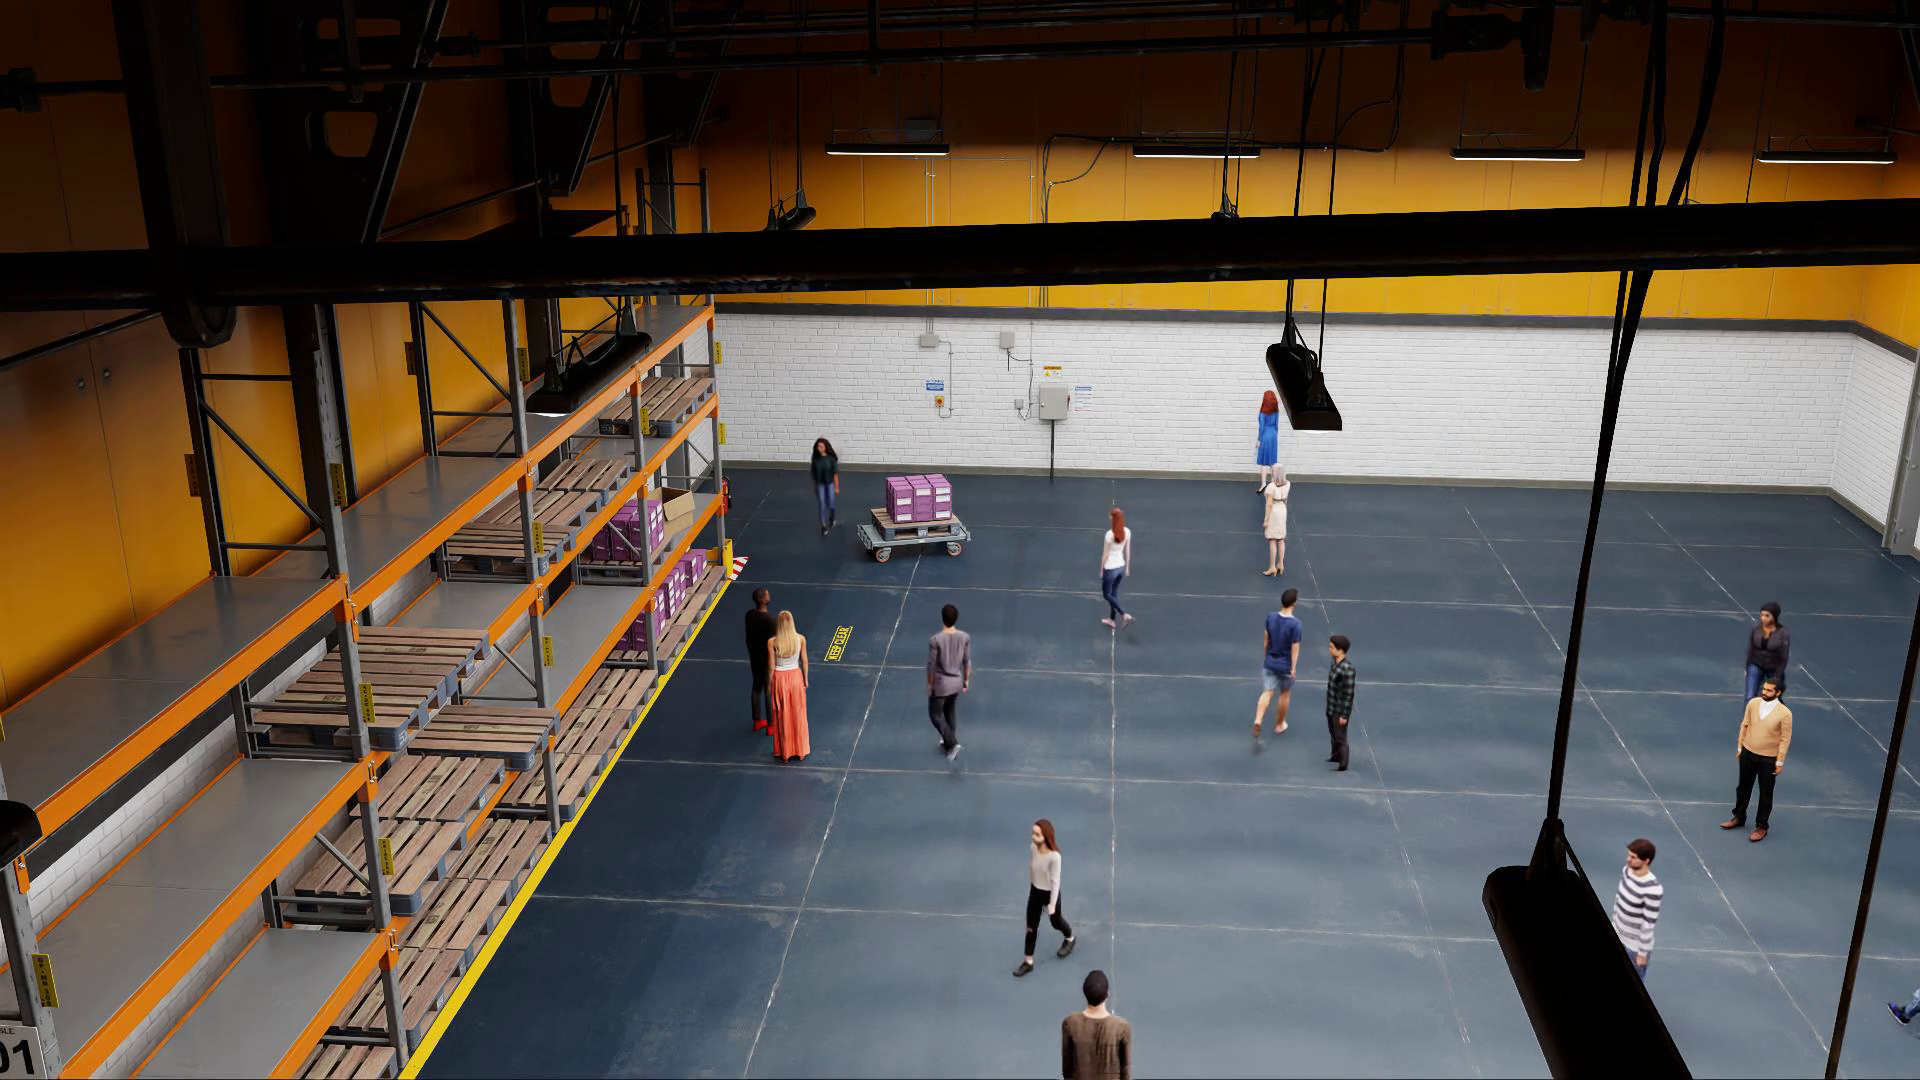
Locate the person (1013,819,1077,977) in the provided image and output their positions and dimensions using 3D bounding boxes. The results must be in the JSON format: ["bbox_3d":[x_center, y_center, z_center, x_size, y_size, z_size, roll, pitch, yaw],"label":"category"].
[{"bbox_3d":[0.823,3.169,14.913,0.906,1.455,1.040,16,24,39],"label":"person"}]

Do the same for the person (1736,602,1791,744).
[{"bbox_3d":[9.440,1.539,19.378,1.061,1.694,1.184,14,23,35],"label":"person"}]

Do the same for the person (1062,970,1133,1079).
[{"bbox_3d":[0.964,3.976,11.856,0.670,1.875,0.607,3,19,9],"label":"person"}]

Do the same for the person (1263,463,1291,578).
[{"bbox_3d":[4.718,-0.303,24.782,0.694,1.735,0.735,-12,22,-32],"label":"person"}]

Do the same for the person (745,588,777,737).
[{"bbox_3d":[-2.311,1.417,19.567,0.720,1.805,0.724,14,23,35],"label":"person"}]

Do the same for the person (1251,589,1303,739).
[{"bbox_3d":[3.685,1.481,19.356,0.916,1.818,1.094,12,22,31],"label":"person"}]

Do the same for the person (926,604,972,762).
[{"bbox_3d":[-0.118,1.651,18.836,0.958,1.827,1.066,-9,21,-26],"label":"person"}]

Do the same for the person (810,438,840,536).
[{"bbox_3d":[-2.154,-0.884,26.720,0.596,1.599,0.698,3,19,8],"label":"person"}]

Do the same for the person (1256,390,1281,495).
[{"bbox_3d":[5.321,-1.694,28.768,0.712,1.828,0.752,-11,22,-30],"label":"person"}]

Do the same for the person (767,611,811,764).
[{"bbox_3d":[-1.957,1.653,18.871,0.709,1.802,0.699,-5,19,-15],"label":"person"}]

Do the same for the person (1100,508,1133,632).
[{"bbox_3d":[2.153,0.442,22.596,0.909,1.719,0.992,-13,23,-34],"label":"person"}]

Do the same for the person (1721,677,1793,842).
[{"bbox_3d":[8.295,2.234,17.218,0.813,1.754,0.735,-13,22,-33],"label":"person"}]

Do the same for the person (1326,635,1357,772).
[{"bbox_3d":[4.280,1.860,18.714,0.758,1.709,0.560,-2,19,-7],"label":"person"}]

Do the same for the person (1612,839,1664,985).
[{"bbox_3d":[5.619,3.318,13.859,0.747,1.844,0.550,-2,19,-7],"label":"person"}]
